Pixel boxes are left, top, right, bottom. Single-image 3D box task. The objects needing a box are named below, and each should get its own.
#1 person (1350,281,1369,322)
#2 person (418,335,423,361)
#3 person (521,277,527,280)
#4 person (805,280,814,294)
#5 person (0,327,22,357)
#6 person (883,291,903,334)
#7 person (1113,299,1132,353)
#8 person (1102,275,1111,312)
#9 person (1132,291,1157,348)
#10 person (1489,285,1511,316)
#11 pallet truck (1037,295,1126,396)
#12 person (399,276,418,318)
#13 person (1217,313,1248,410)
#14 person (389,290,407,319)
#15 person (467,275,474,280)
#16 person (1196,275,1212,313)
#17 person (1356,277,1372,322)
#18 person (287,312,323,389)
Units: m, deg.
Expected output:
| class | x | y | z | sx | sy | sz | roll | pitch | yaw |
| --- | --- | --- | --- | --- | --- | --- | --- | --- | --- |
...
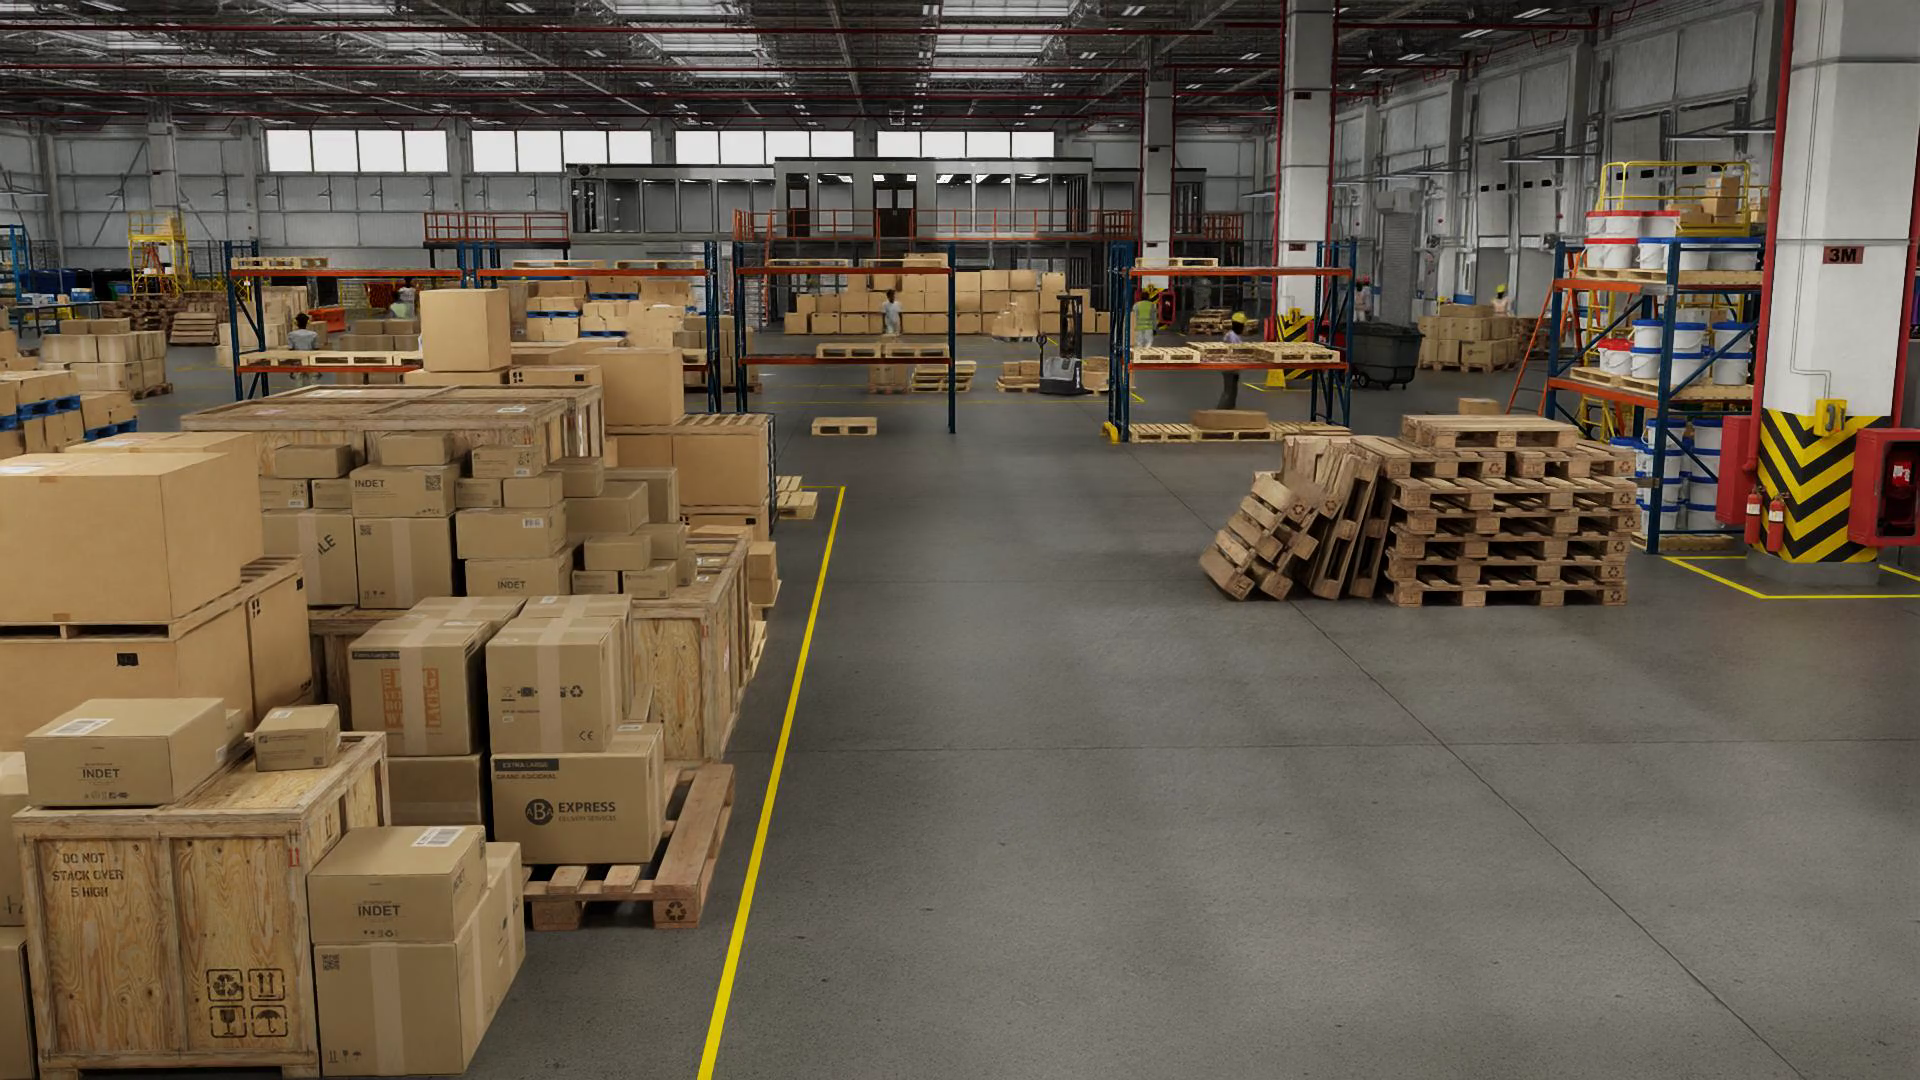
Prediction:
| class | x | y | z | sx | sy | sz | roll | pitch | yaw |
| --- | --- | --- | --- | --- | --- | --- | --- | --- | --- |
| person | 12.350 | -7.109 | 51.599 | 0.630 | 1.797 | 0.944 | 5 | 11 | 25 |
| person | -8.321 | -2.648 | 26.513 | 0.578 | 1.882 | 0.353 | 2 | 10 | 11 |
| person | -15.763 | -8.635 | 60.192 | 0.328 | 1.767 | 0.532 | -6 | 12 | -30 |
| person | -5.239 | -8.127 | 57.491 | 0.551 | 1.727 | 0.496 | -4 | 11 | -23 |
| person | -12.482 | -1.825 | 21.780 | 0.374 | 1.936 | 0.629 | 0 | 10 | 1 |
| person | -1.680 | -5.326 | 41.638 | 0.480 | 1.810 | 0.919 | -4 | 11 | -23 |
| person | 3.380 | -4.142 | 34.679 | 0.364 | 1.939 | 0.636 | 8 | 13 | 38 |
| person | 6.267 | -10.590 | 70.762 | 0.355 | 1.882 | 0.575 | -3 | 11 | -15 |
| person | 4.555 | -5.244 | 41.160 | 0.629 | 1.826 | 0.563 | 1 | 10 | 5 |
| person | 14.424 | -5.869 | 44.496 | 0.577 | 1.887 | 0.945 | 3 | 11 | 19 |
| pallet truck | 2.483 | -3.881 | 33.060 | 1.885 | 1.965 | 0.823 | -7 | 13 | -36 |
| person | -17.184 | -7.232 | 51.832 | 0.372 | 1.961 | 0.601 | 6 | 12 | 31 |
| person | 4.454 | -2.794 | 27.400 | 0.550 | 1.871 | 0.769 | 1 | 10 | 6 |
| person | -13.321 | -4.994 | 39.601 | 0.756 | 1.884 | 0.608 | 3 | 11 | 14 |
| person | -20.327 | -10.212 | 68.782 | 0.506 | 1.836 | 0.349 | -2 | 10 | -9 |
| person | 9.634 | -9.647 | 65.382 | 0.621 | 1.925 | 0.661 | 10 | 14 | 44 |
| person | 13.285 | -7.660 | 54.425 | 0.972 | 1.886 | 0.560 | -9 | 13 | -40 |
| person | -10.894 | -2.849 | 27.667 | 0.534 | 1.871 | 0.315 | -4 | 11 | -19 |
